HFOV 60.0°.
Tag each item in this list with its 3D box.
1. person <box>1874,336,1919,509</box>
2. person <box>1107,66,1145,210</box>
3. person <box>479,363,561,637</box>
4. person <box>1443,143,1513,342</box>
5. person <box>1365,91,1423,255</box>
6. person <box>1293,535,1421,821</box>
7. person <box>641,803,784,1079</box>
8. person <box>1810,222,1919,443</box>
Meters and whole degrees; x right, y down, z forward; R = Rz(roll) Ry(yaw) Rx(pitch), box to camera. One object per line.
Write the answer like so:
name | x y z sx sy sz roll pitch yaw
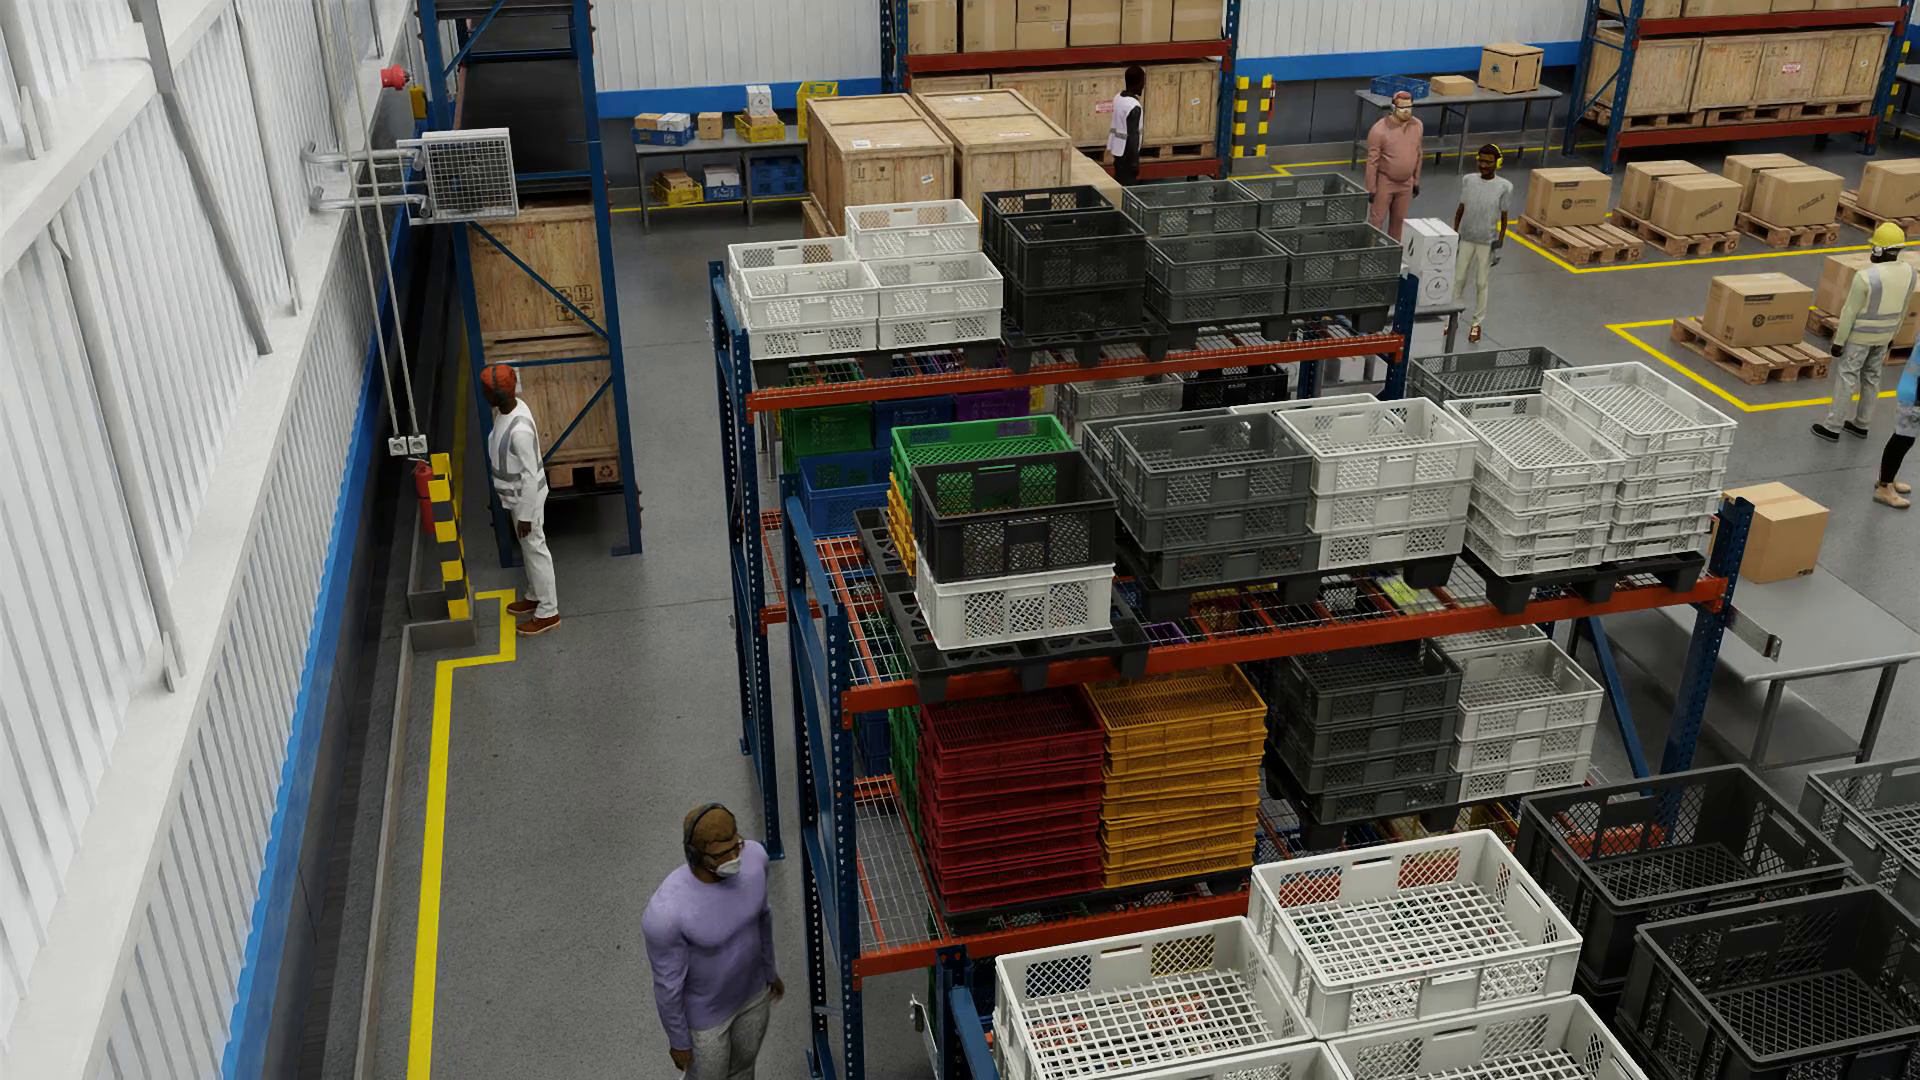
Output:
person | 7.247 -1.089 12.569 0.320 1.692 0.586 15 31 27
person | 1.829 -4.251 18.339 0.378 1.912 0.592 -6 28 -12
person | -2.858 -0.272 10.816 0.354 1.884 0.573 -11 30 -19
person | 4.851 -2.788 15.616 0.514 1.861 0.328 17 32 29
person | 4.523 -3.726 17.359 0.647 1.901 0.402 -10 29 -18
person | 2.114 0.758 8.922 0.644 1.826 0.466 -22 35 -35
person | -0.955 1.861 6.712 0.373 1.940 0.628 19 33 31
person | 7.386 -1.681 13.556 0.597 1.824 0.403 -8 29 -14
